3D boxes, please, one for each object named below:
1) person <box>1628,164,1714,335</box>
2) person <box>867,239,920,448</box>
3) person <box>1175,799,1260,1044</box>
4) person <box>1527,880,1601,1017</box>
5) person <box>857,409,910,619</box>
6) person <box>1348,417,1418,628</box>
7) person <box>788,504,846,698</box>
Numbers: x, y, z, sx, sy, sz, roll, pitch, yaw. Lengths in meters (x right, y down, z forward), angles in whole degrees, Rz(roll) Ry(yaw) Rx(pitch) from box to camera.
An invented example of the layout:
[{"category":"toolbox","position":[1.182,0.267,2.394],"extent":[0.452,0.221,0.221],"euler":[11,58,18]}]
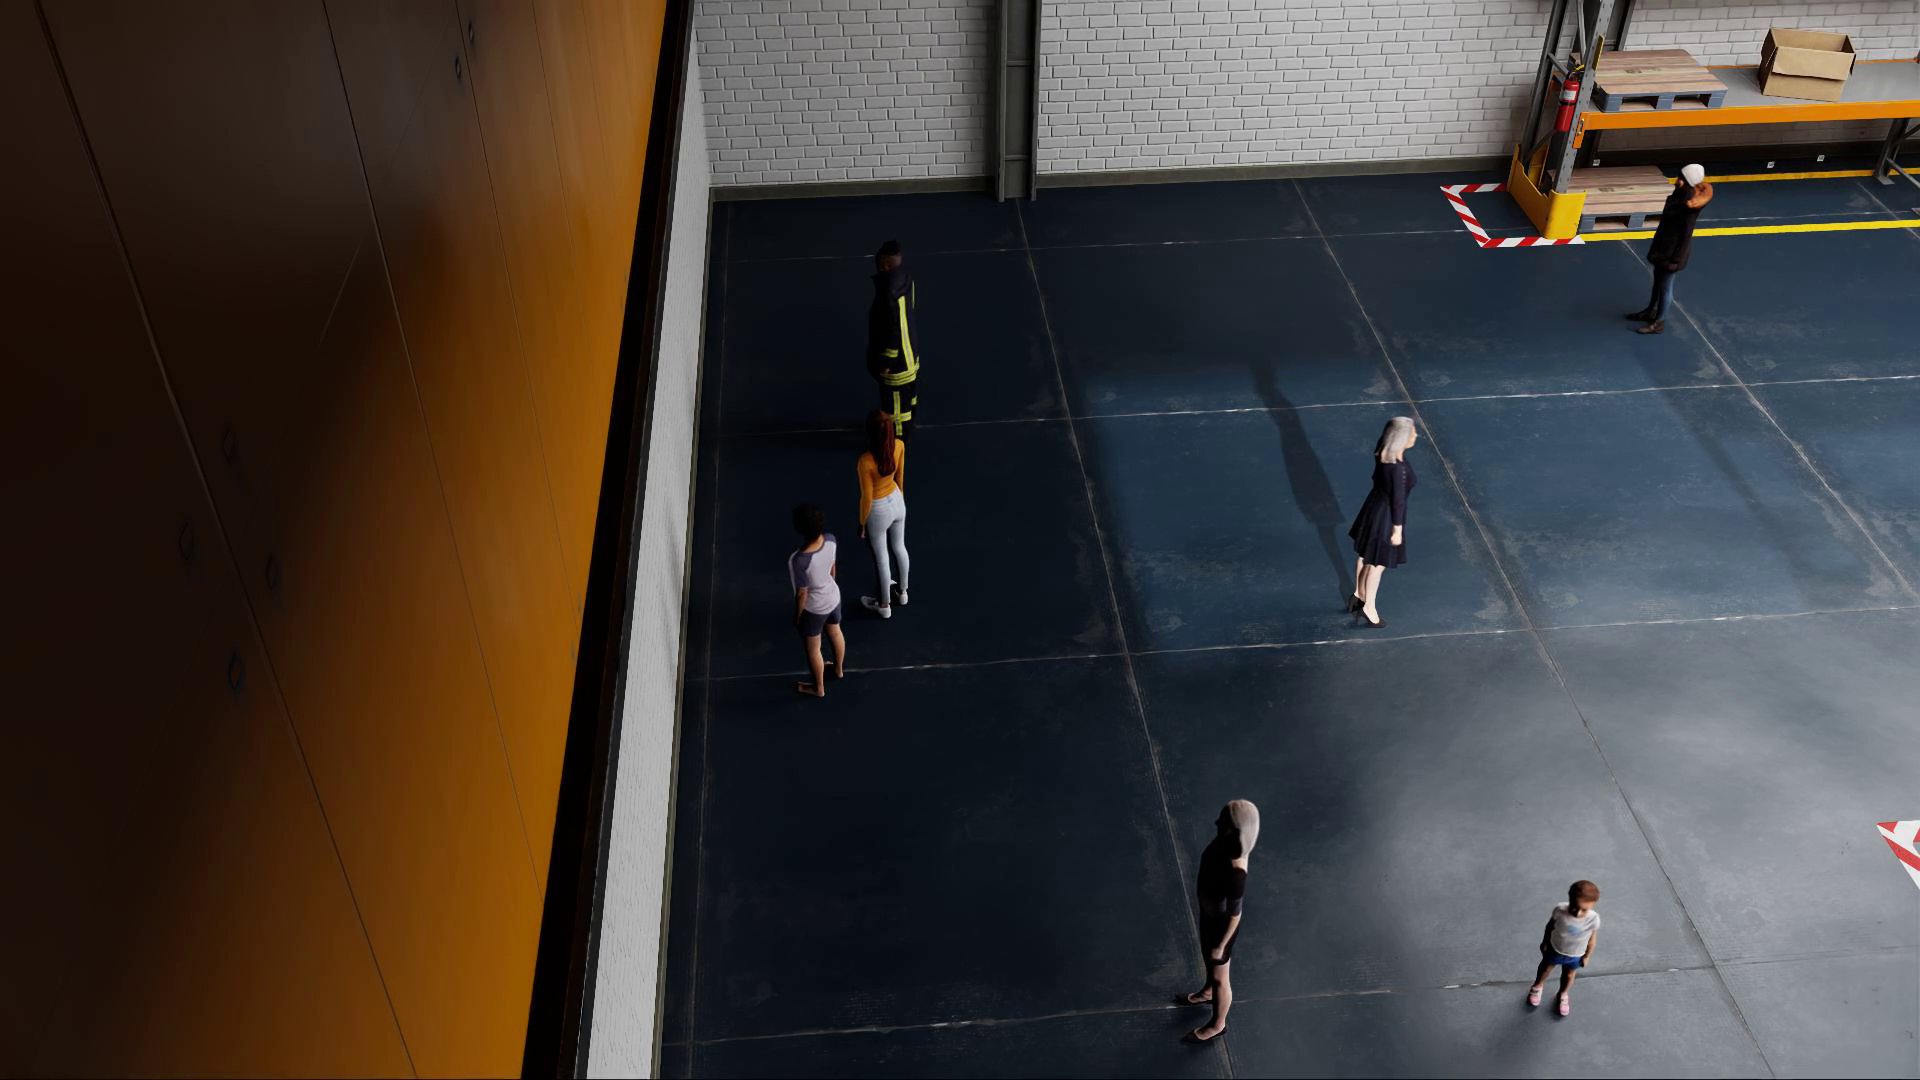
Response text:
[{"category":"person","position":[6.396,-2.621,14.947],"extent":[0.630,1.634,0.657],"euler":[2,39,2]},{"category":"person","position":[-0.532,-1.603,13.486],"extent":[0.815,1.866,0.846],"euler":[8,39,10]},{"category":"person","position":[1.401,2.041,8.951],"extent":[0.518,1.830,0.592],"euler":[0,39,0]},{"category":"person","position":[3.412,2.261,9.326],"extent":[0.448,1.018,0.532],"euler":[16,41,19]},{"category":"person","position":[-0.538,-0.191,11.811],"extent":[0.670,1.750,0.743],"euler":[-31,48,-33]},{"category":"person","position":[2.998,-0.141,11.750],"extent":[0.554,1.747,0.590],"euler":[-4,39,-5]},{"category":"person","position":[-0.966,0.394,11.224],"extent":[0.696,1.568,0.647],"euler":[24,45,27]}]
